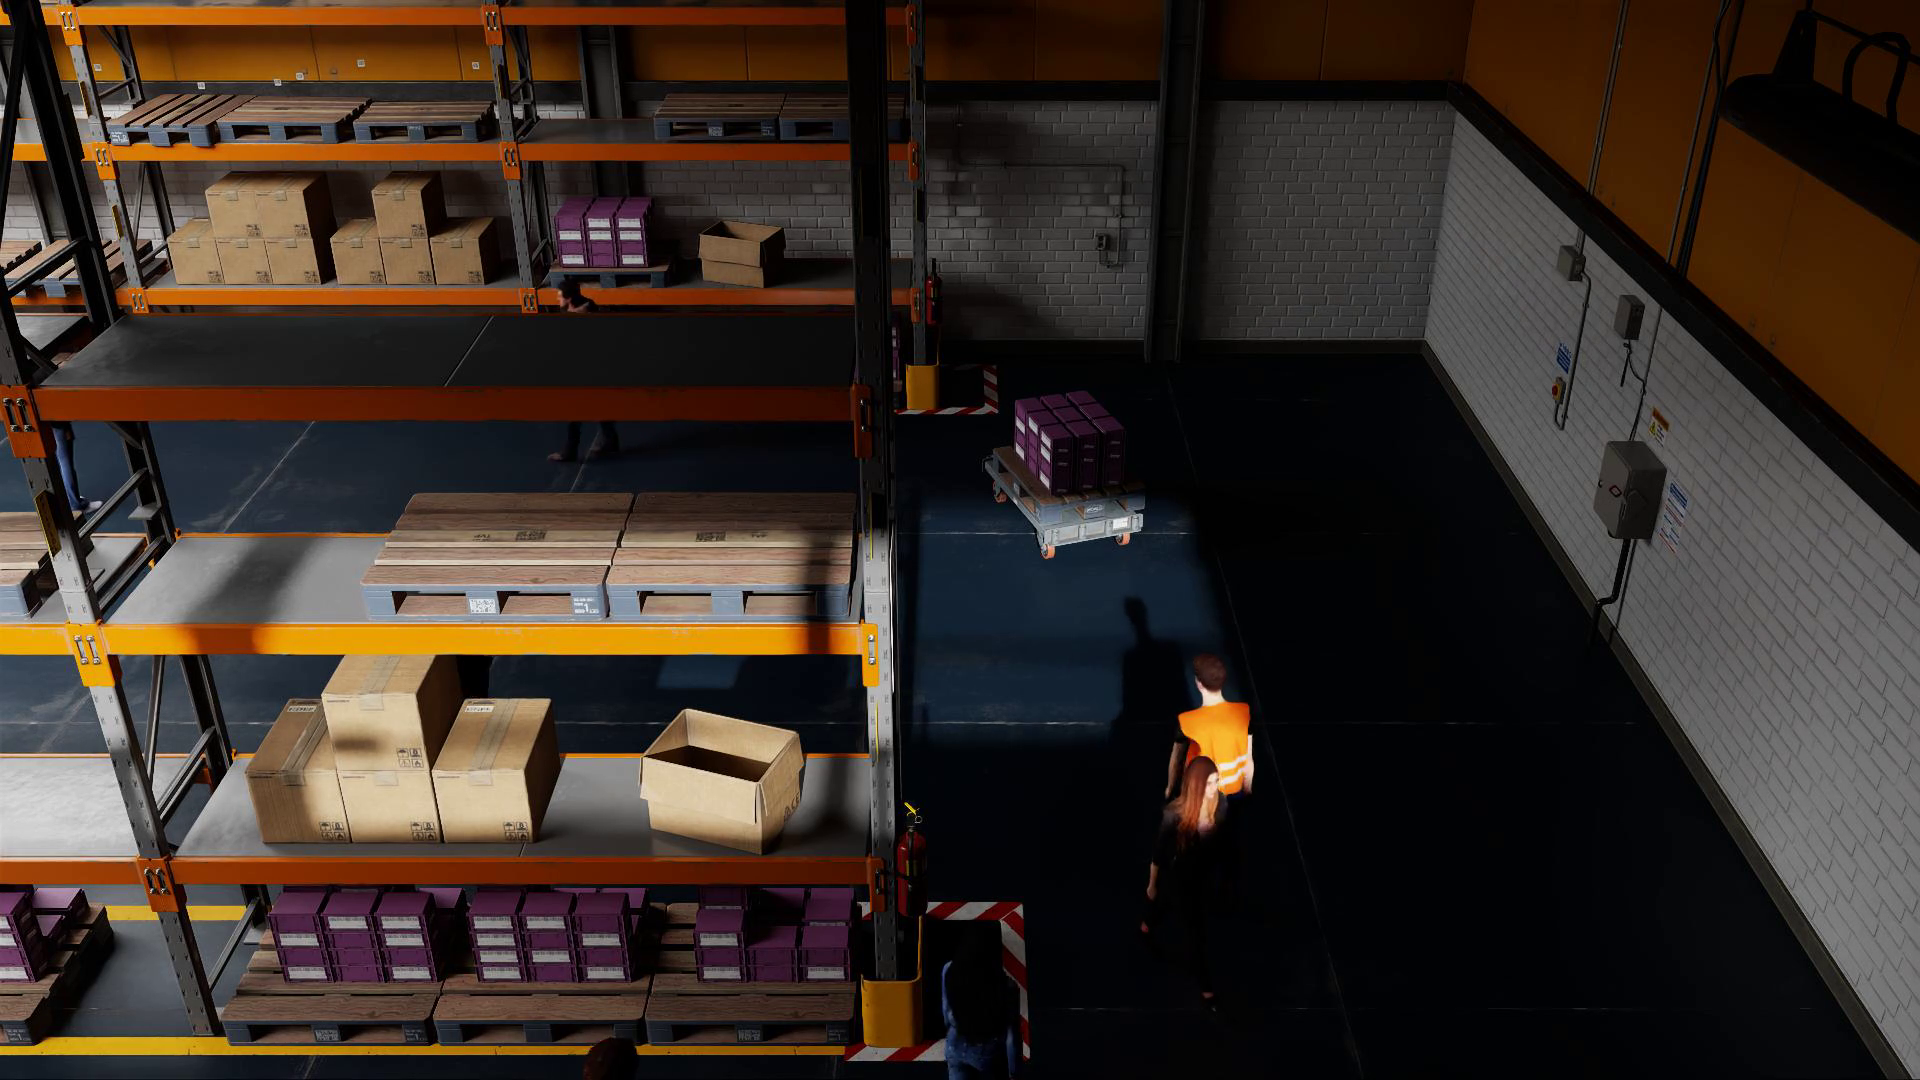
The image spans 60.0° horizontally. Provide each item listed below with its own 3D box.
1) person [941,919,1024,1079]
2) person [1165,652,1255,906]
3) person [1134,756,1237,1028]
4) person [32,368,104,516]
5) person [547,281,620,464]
[{"bbox_3d":[0.067,2.669,8.357,1.048,1.687,0.944,11,31,19],"label":"person"},{"bbox_3d":[1.544,1.557,10.198,0.738,1.875,0.837,-4,29,-7],"label":"person"},{"bbox_3d":[1.279,1.928,9.740,1.173,1.664,1.104,-17,33,-29],"label":"person"},{"bbox_3d":[-8.254,-1.046,15.103,0.627,1.749,0.738,15,32,25],"label":"person"},{"bbox_3d":[-3.558,-1.632,16.108,0.994,1.815,0.849,-4,29,-8],"label":"person"}]
